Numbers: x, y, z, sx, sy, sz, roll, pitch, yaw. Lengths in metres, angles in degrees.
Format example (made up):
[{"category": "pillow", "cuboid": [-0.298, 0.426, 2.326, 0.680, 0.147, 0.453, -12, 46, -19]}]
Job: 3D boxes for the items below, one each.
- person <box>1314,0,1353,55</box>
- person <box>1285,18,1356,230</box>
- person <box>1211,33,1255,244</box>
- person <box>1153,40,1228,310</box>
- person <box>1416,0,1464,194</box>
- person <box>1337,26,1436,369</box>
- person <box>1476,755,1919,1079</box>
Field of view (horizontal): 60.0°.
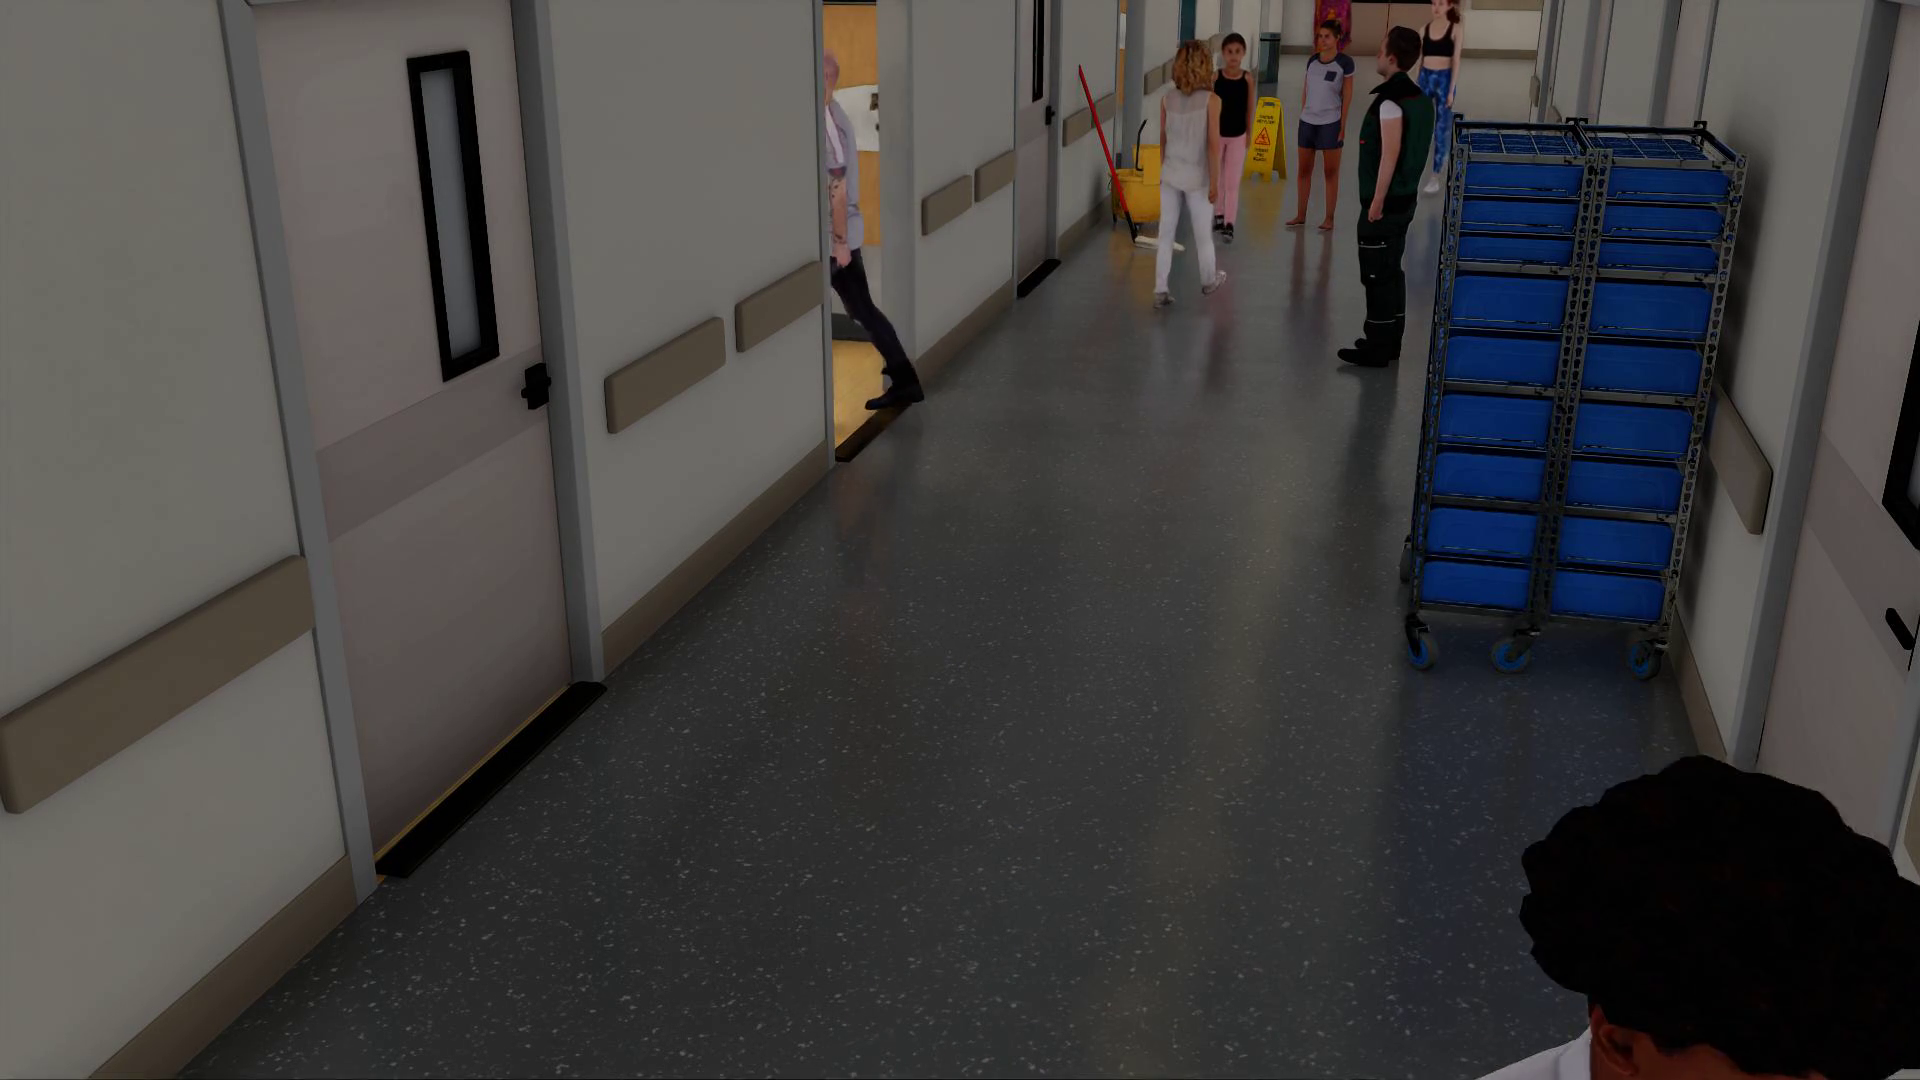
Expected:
[{"category": "person", "cuboid": [5.008, -6.780, 22.340, 0.789, 1.668, 1.181, 1, 21, 3]}, {"category": "person", "cuboid": [2.889, -3.315, 13.262, 0.652, 1.633, 0.642, 16, 26, 35]}, {"category": "person", "cuboid": [2.040, -3.070, 12.766, 0.559, 1.526, 1.037, 3, 21, 9]}, {"category": "person", "cuboid": [1.378, -2.262, 10.480, 0.837, 1.635, 1.081, 13, 24, 30]}, {"category": "person", "cuboid": [4.223, -3.906, 14.659, 0.761, 1.749, 1.154, 12, 24, 28]}, {"category": "person", "cuboid": [2.360, -1.887, 9.199, 0.766, 1.841, 0.607, 12, 24, 29]}, {"category": "person", "cuboid": [0.567, 0.979, 1.708, 0.807, 1.787, 0.833, -3, 21, -8]}]
